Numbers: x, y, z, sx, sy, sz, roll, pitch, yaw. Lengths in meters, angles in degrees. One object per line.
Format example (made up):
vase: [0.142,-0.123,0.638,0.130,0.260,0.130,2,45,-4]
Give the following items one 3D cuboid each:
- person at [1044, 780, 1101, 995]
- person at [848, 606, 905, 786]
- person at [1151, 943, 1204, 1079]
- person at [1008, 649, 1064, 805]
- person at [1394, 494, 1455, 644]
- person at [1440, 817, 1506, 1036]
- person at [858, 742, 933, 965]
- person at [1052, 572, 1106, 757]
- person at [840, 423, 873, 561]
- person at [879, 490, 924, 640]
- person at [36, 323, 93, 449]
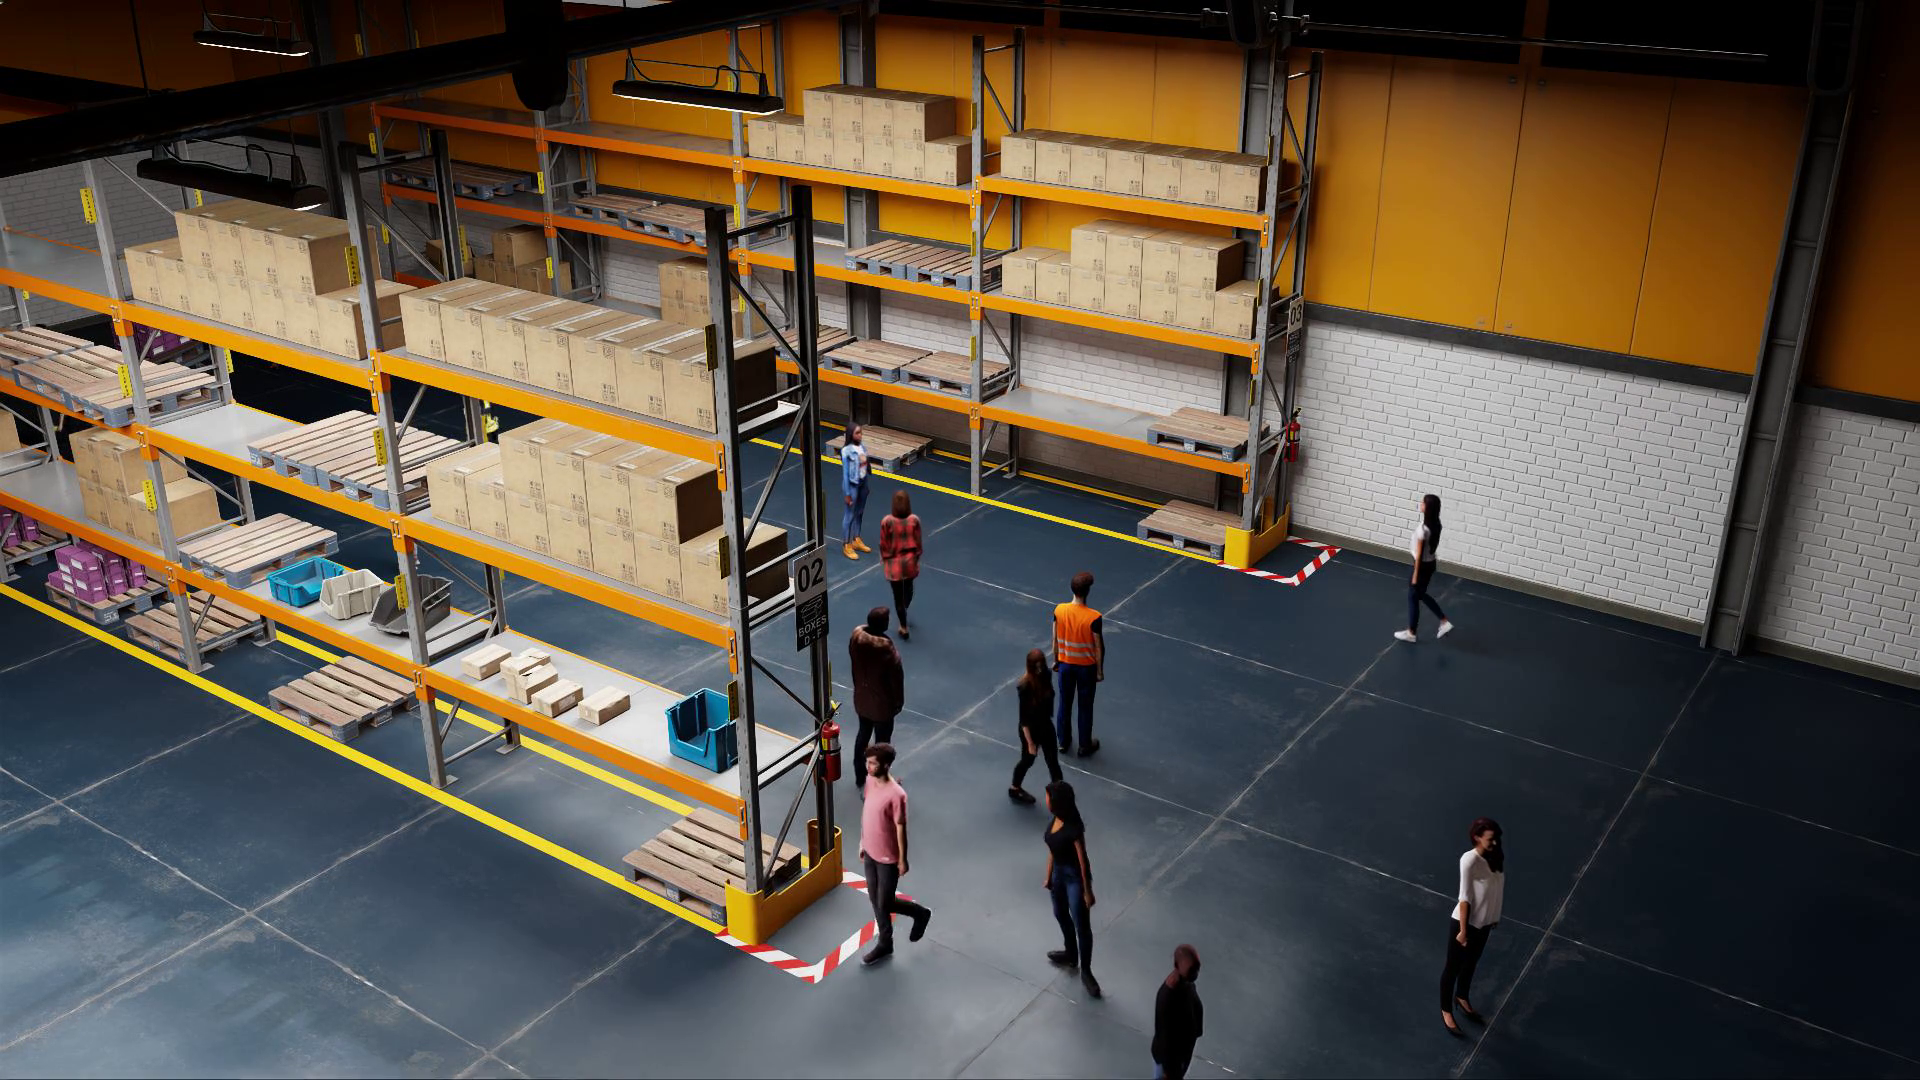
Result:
person: [0.915,2.670,12.851,0.886,1.717,0.711,-18,30,-36]
person: [-0.793,1.472,15.438,0.582,1.840,0.814,18,29,35]
person: [1.412,3.418,11.102,0.577,1.746,0.622,11,26,24]
person: [0.615,1.693,15.144,1.001,1.671,0.764,19,30,37]
person: [5.137,0.342,18.120,0.840,1.763,0.596,16,28,32]
person: [3.797,2.839,12.367,0.656,1.795,0.603,-19,30,-36]
person: [-0.521,2.435,13.104,0.836,1.944,0.886,-18,29,-35]
person: [1.131,1.191,16.024,0.629,1.886,0.798,10,26,22]
person: [-1.289,-0.629,20.405,0.506,1.711,0.593,15,28,31]
person: [-0.631,0.296,18.332,0.933,1.675,1.032,-7,25,-15]
person: [-13.053,-2.217,23.875,1.111,1.841,0.999,3,24,8]
